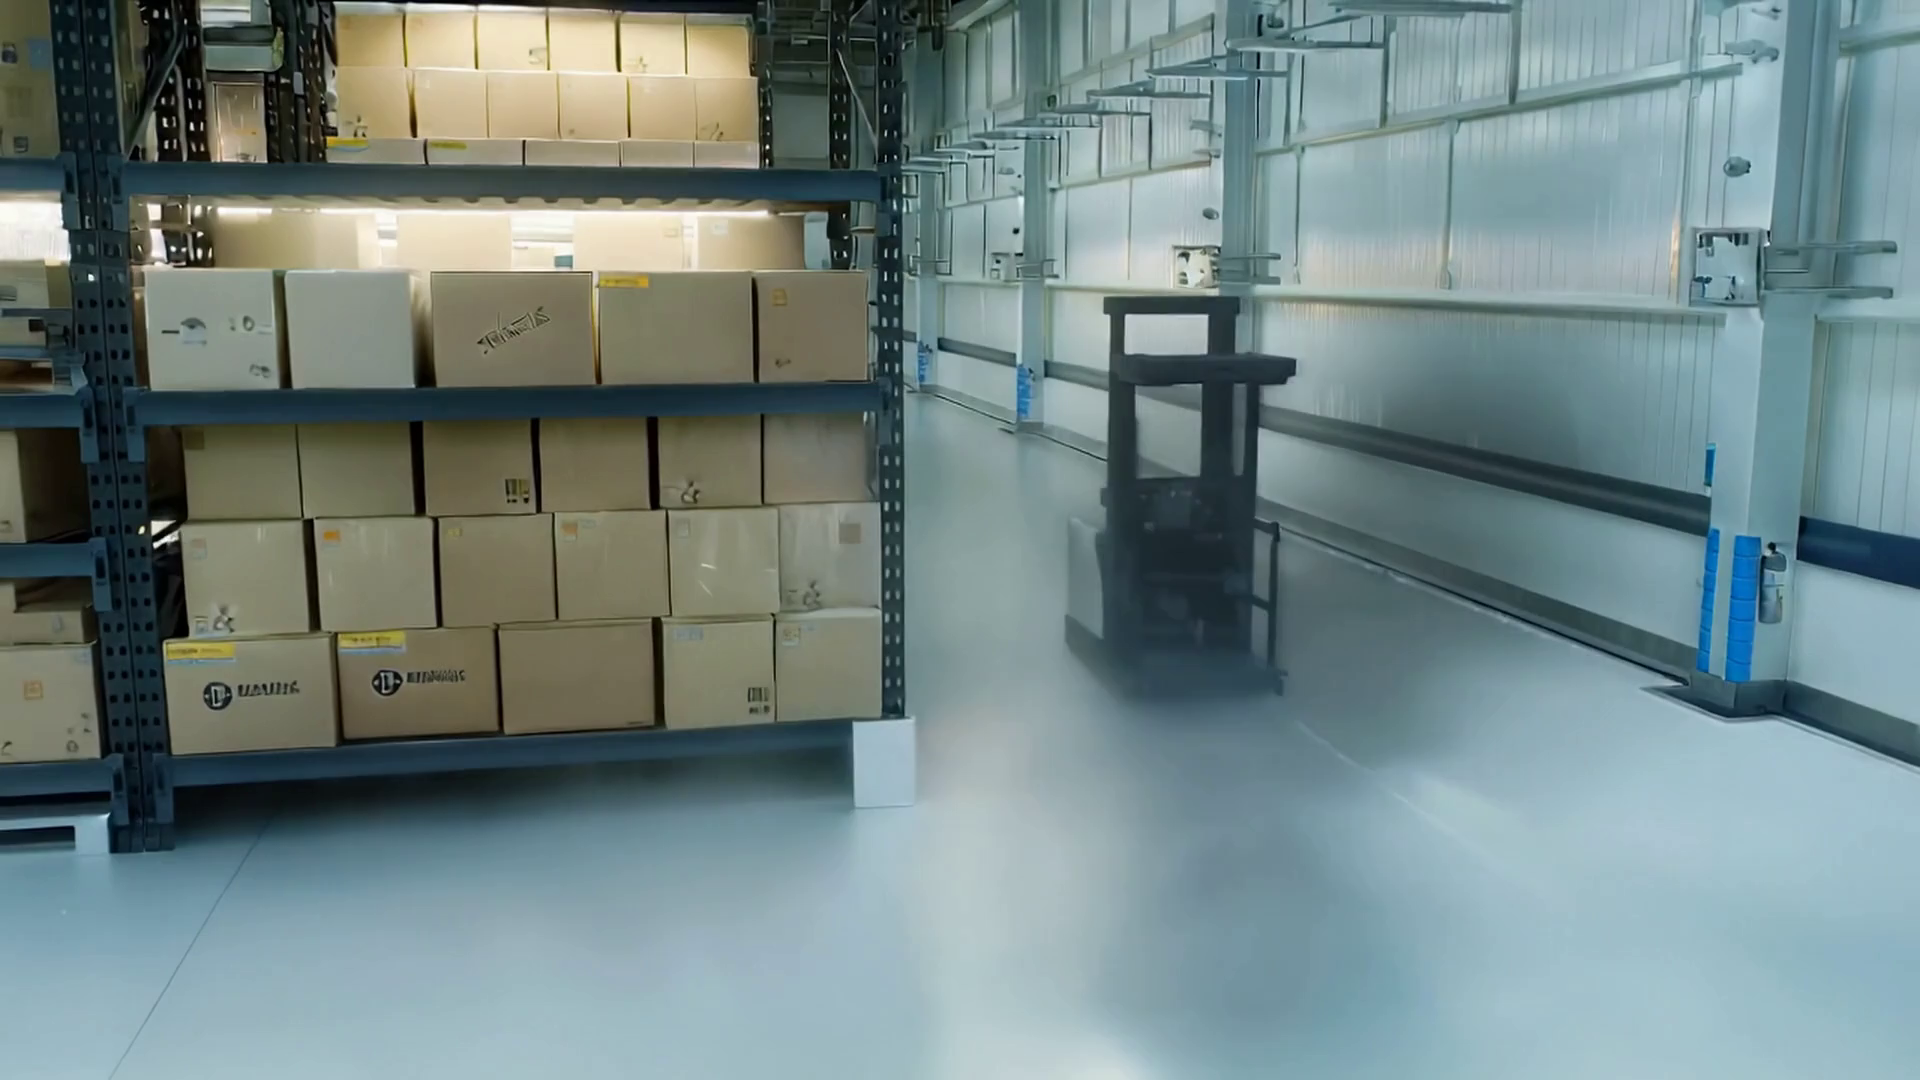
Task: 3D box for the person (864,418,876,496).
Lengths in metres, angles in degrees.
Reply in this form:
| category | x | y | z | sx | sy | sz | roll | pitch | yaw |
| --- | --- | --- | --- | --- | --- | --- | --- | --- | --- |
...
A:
| category | x | y | z | sx | sy | sz | roll | pitch | yaw |
| --- | --- | --- | --- | --- | --- | --- | --- | --- | --- |
| person | -1.109 | -0.549 | 16.208 | 0.637 | 1.877 | 0.842 | -2 | 9 | -10 |

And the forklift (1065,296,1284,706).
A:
| category | x | y | z | sx | sy | sz | roll | pitch | yaw |
| --- | --- | --- | --- | --- | --- | --- | --- | --- | --- |
| forklift | 1.515 | -0.387 | 12.162 | 1.129 | 2.768 | 1.873 | -2 | 10 | -12 |
